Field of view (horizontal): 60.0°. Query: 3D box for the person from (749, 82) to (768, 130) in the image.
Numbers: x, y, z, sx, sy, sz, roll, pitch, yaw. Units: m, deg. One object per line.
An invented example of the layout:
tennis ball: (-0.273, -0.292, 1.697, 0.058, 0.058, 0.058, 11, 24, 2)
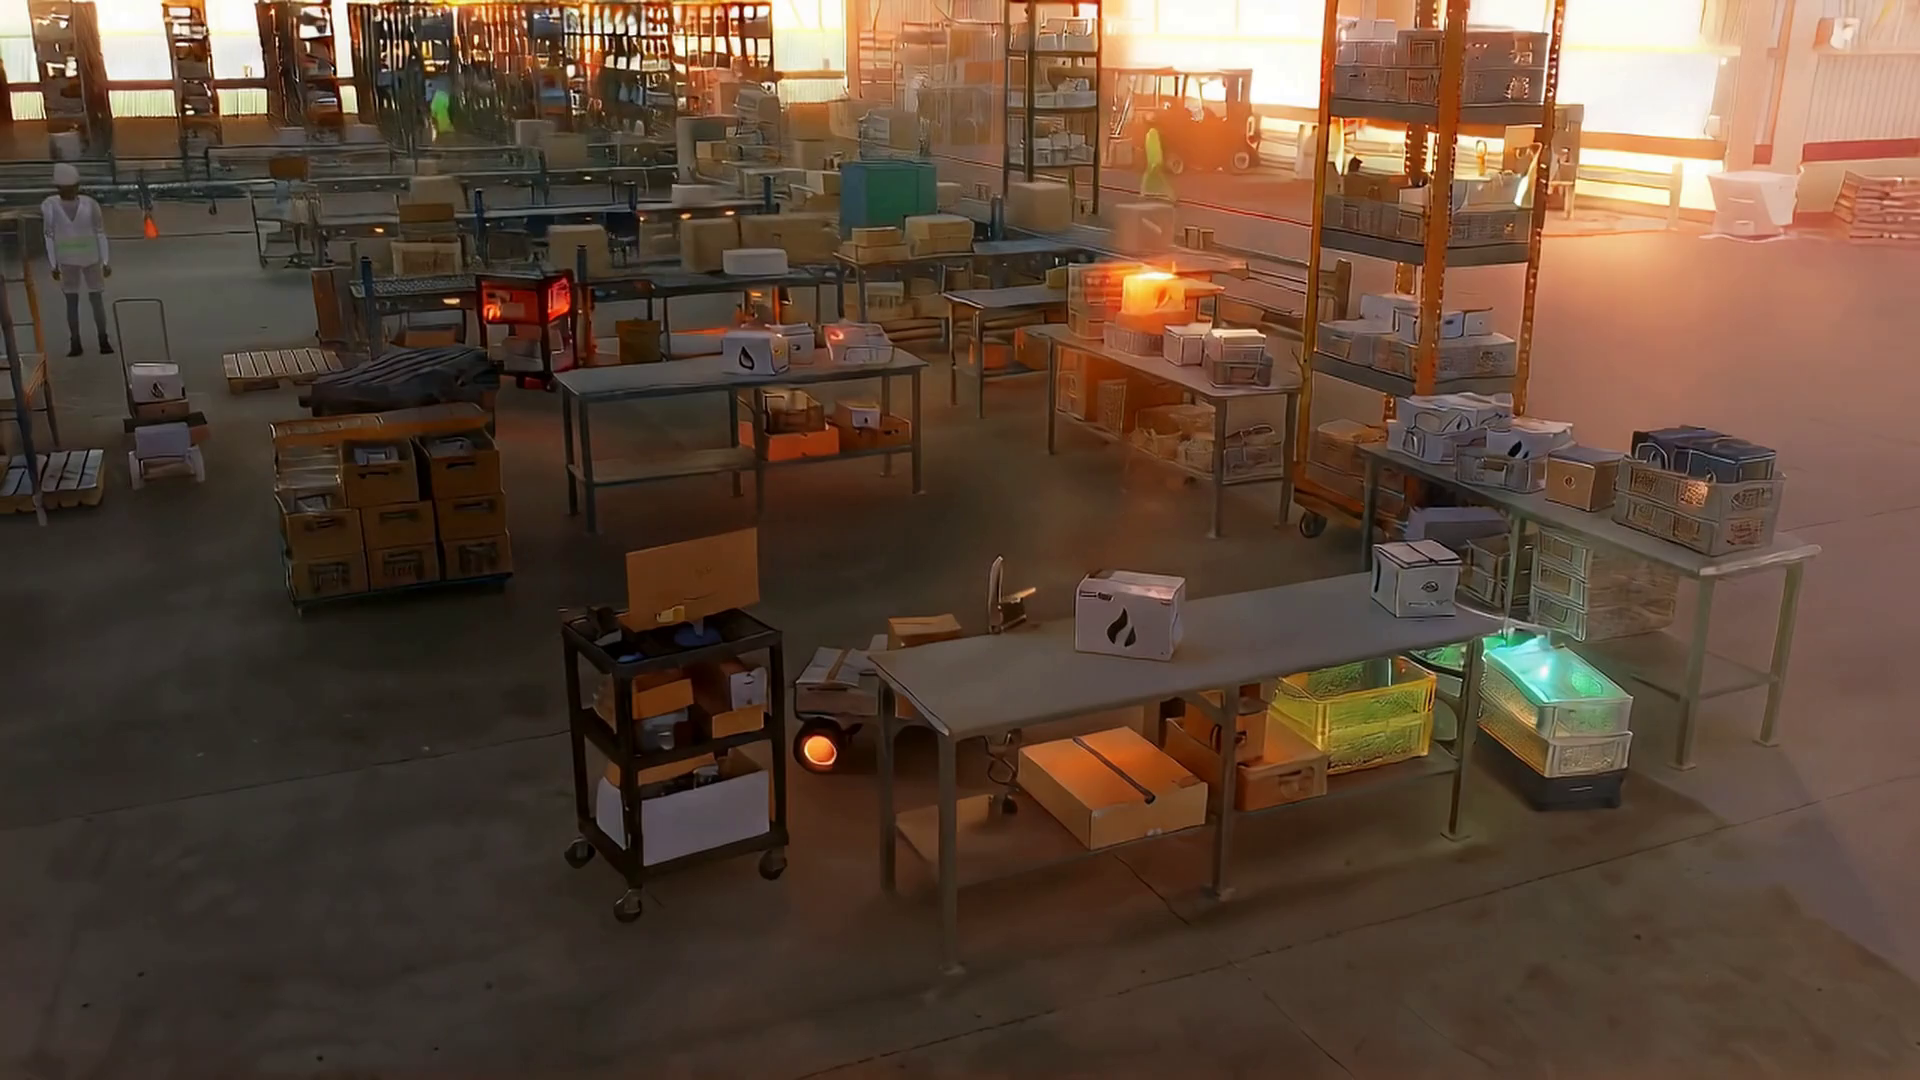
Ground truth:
person: (-4.754, -10.135, 40.052, 0.846, 1.785, 0.554, -12, 21, -32)

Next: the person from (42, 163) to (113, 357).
person: (-8.853, -2.810, 16.724, 0.546, 1.934, 0.376, -7, 19, -21)

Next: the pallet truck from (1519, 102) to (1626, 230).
pallet truck: (9.972, -6.037, 26.785, 1.885, 1.965, 0.823, -9, 20, -25)

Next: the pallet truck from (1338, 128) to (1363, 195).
pallet truck: (7.845, -7.140, 31.411, 1.522, 1.261, 0.704, -9, 20, -25)

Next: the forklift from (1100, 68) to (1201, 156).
forklift: (4.082, -9.564, 37.410, 2.680, 1.987, 1.157, -8, 19, -23)

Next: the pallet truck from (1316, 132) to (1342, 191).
pallet truck: (7.723, -7.504, 32.656, 1.601, 1.201, 0.680, -8, 19, -23)

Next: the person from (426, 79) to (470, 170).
person: (-11.080, -8.856, 35.661, 0.954, 2.015, 0.620, 2, 18, 6)

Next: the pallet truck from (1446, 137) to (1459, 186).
pallet truck: (9.184, -6.485, 29.328, 1.630, 1.274, 0.653, -8, 19, -23)

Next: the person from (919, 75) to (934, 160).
person: (-0.772, -10.015, 39.436, 0.433, 1.954, 0.747, 1, 18, 4)

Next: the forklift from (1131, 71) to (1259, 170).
forklift: (4.998, -8.936, 35.413, 2.680, 1.987, 1.157, -9, 20, -25)

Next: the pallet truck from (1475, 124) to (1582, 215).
pallet truck: (9.707, -6.455, 28.103, 1.885, 1.965, 0.823, -7, 19, -20)

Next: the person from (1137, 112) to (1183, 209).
person: (3.491, -6.640, 29.185, 0.934, 1.699, 0.529, 9, 20, 26)
